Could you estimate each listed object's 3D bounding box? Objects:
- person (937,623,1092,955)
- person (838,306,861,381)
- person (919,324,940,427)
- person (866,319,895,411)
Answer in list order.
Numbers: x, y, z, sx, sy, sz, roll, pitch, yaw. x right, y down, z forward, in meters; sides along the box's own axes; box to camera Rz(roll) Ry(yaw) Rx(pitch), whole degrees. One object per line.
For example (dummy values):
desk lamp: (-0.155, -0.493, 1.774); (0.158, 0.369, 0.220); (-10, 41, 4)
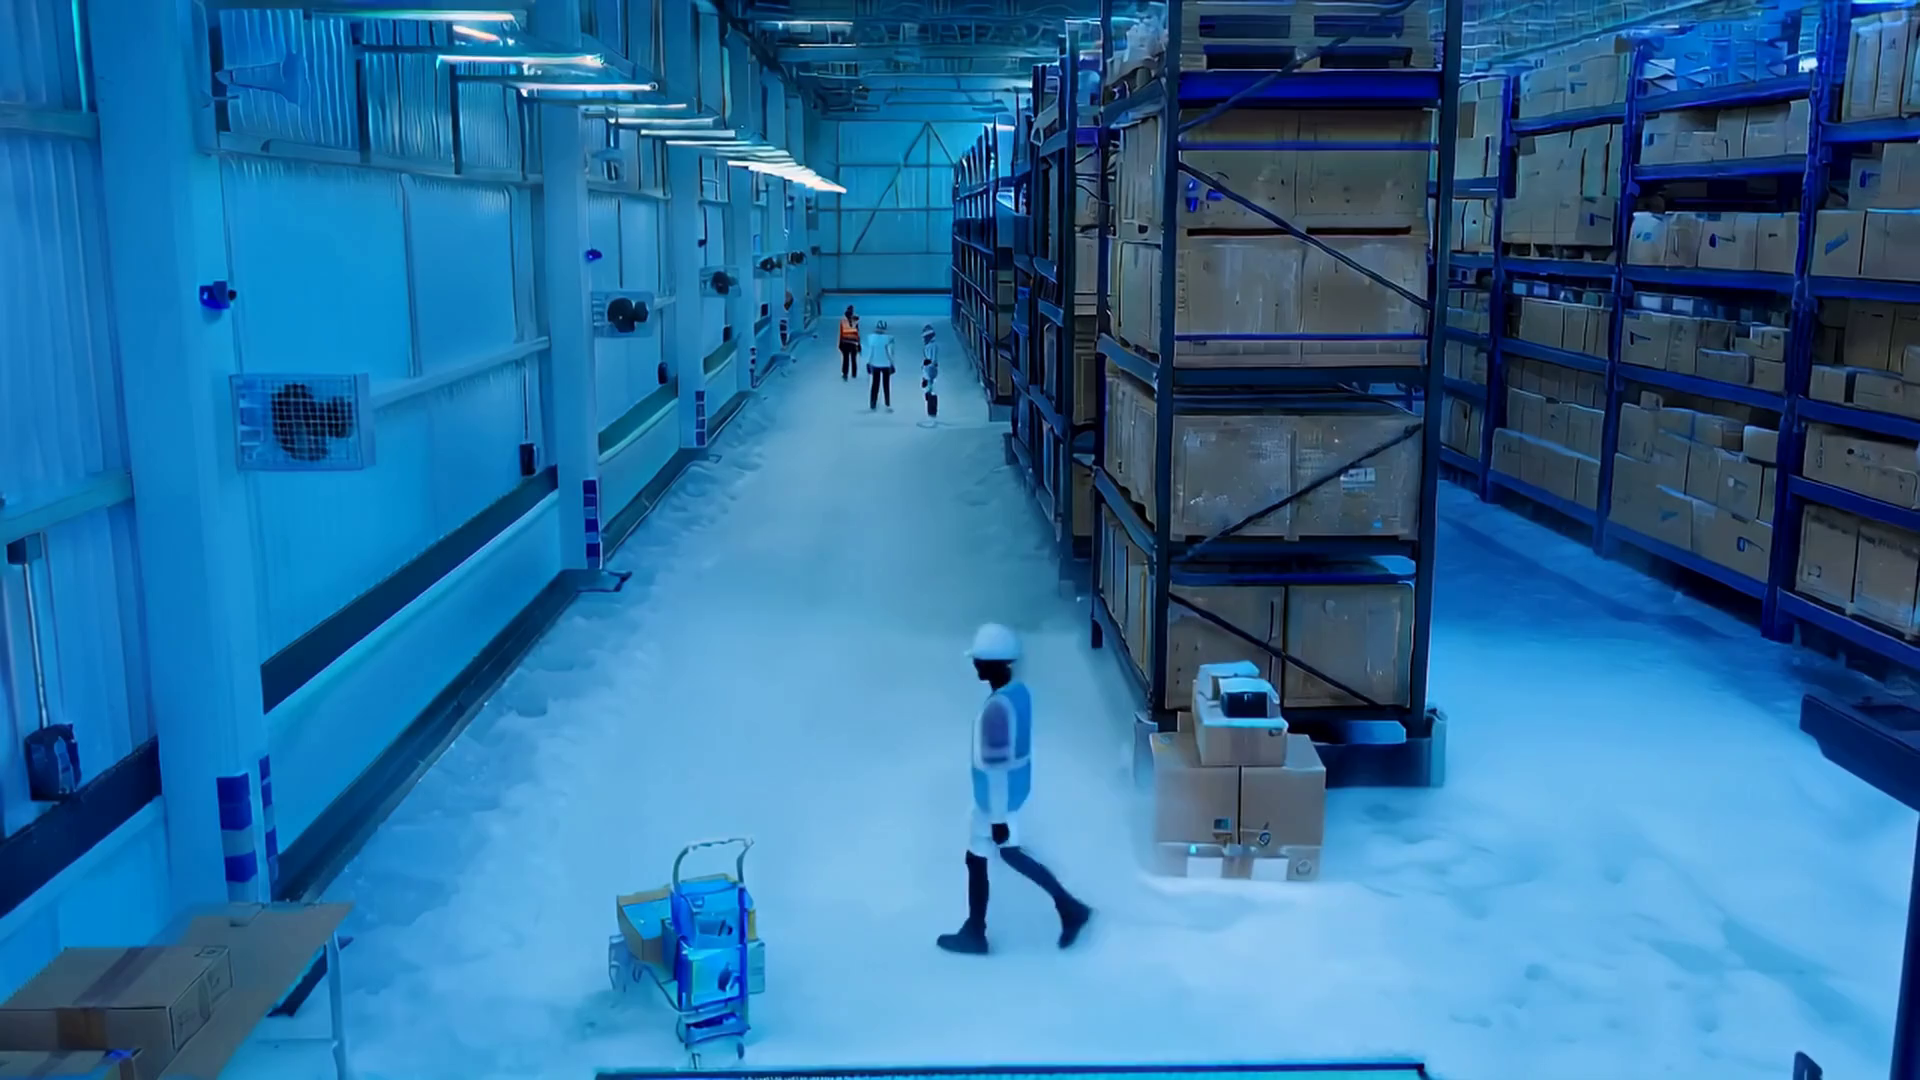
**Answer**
person: (0.287, 1.390, 9.139); (0.800, 1.920, 0.552); (4, 12, 20)
person: (-2.825, -5.018, 42.485); (0.589, 1.912, 0.397); (-4, 12, -20)
person: (-0.617, -3.248, 32.932); (0.371, 2.044, 0.608); (4, 11, 18)
person: (-1.700, -3.750, 35.699); (0.613, 1.988, 0.404); (-3, 11, -15)
